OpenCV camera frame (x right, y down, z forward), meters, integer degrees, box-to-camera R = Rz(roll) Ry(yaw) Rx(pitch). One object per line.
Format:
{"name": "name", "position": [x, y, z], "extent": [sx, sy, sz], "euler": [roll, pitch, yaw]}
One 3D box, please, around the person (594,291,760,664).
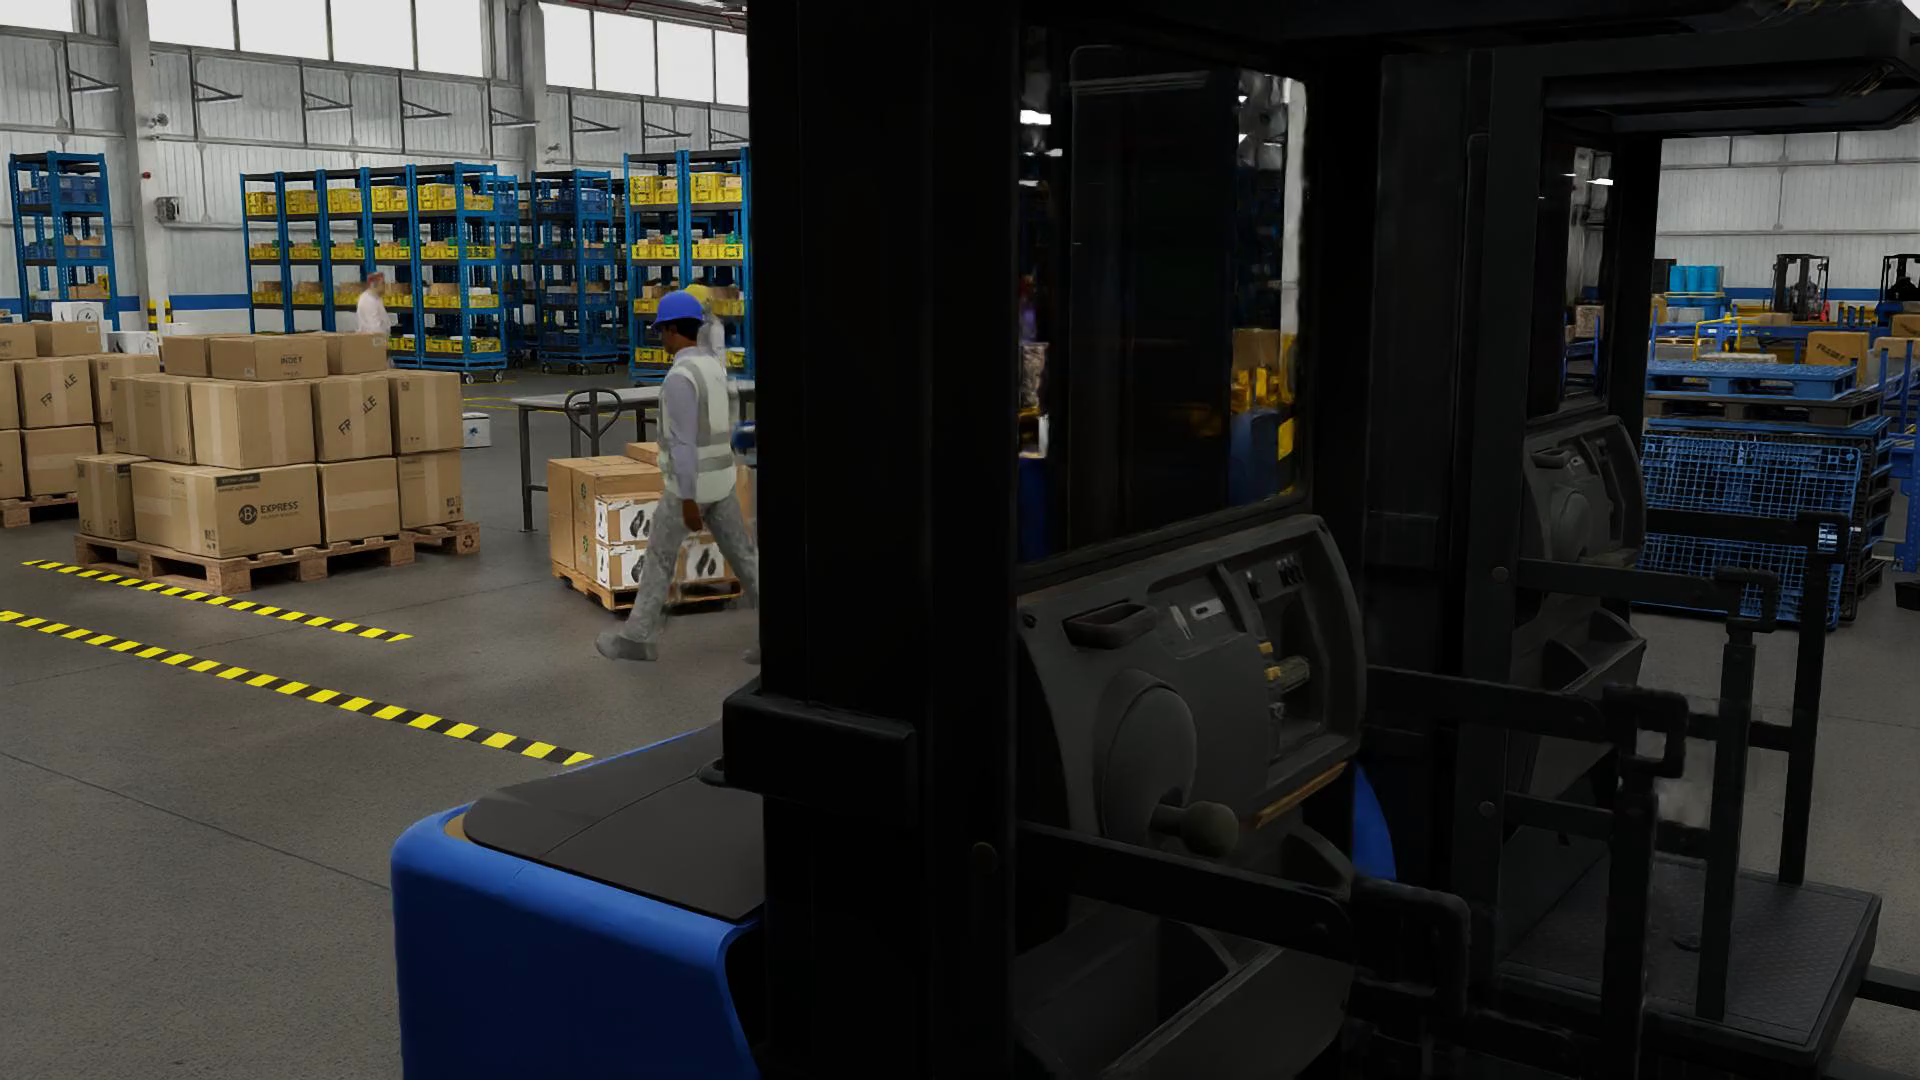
{"name": "person", "position": [-1.299, -0.292, 8.302], "extent": [1.075, 1.887, 0.597], "euler": [3, 10, 15]}

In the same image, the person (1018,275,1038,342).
{"name": "person", "position": [0.788, -2.376, 20.768], "extent": [0.389, 1.847, 0.566], "euler": [2, 10, 13]}

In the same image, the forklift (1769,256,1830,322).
{"name": "forklift", "position": [20.253, -5.854, 40.139], "extent": [1.157, 1.987, 2.680], "euler": [7, 12, 35]}

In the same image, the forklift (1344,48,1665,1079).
{"name": "forklift", "position": [1.249, -0.137, 4.360], "extent": [1.873, 2.768, 1.129], "euler": [7, 12, 35]}

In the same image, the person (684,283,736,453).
{"name": "person", "position": [-2.496, -1.614, 16.341], "extent": [0.607, 1.809, 0.574], "euler": [9, 13, 42]}

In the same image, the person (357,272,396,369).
{"name": "person", "position": [-7.407, -2.491, 21.379], "extent": [0.876, 1.872, 0.647], "euler": [-2, 10, -10]}

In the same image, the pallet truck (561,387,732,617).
{"name": "pallet truck", "position": [-1.981, -0.274, 10.088], "extent": [0.680, 1.201, 1.601], "euler": [-5, 11, -28]}

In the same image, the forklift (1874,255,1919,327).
{"name": "forklift", "position": [22.089, -5.634, 38.796], "extent": [1.157, 1.987, 2.680], "euler": [6, 11, 33]}
